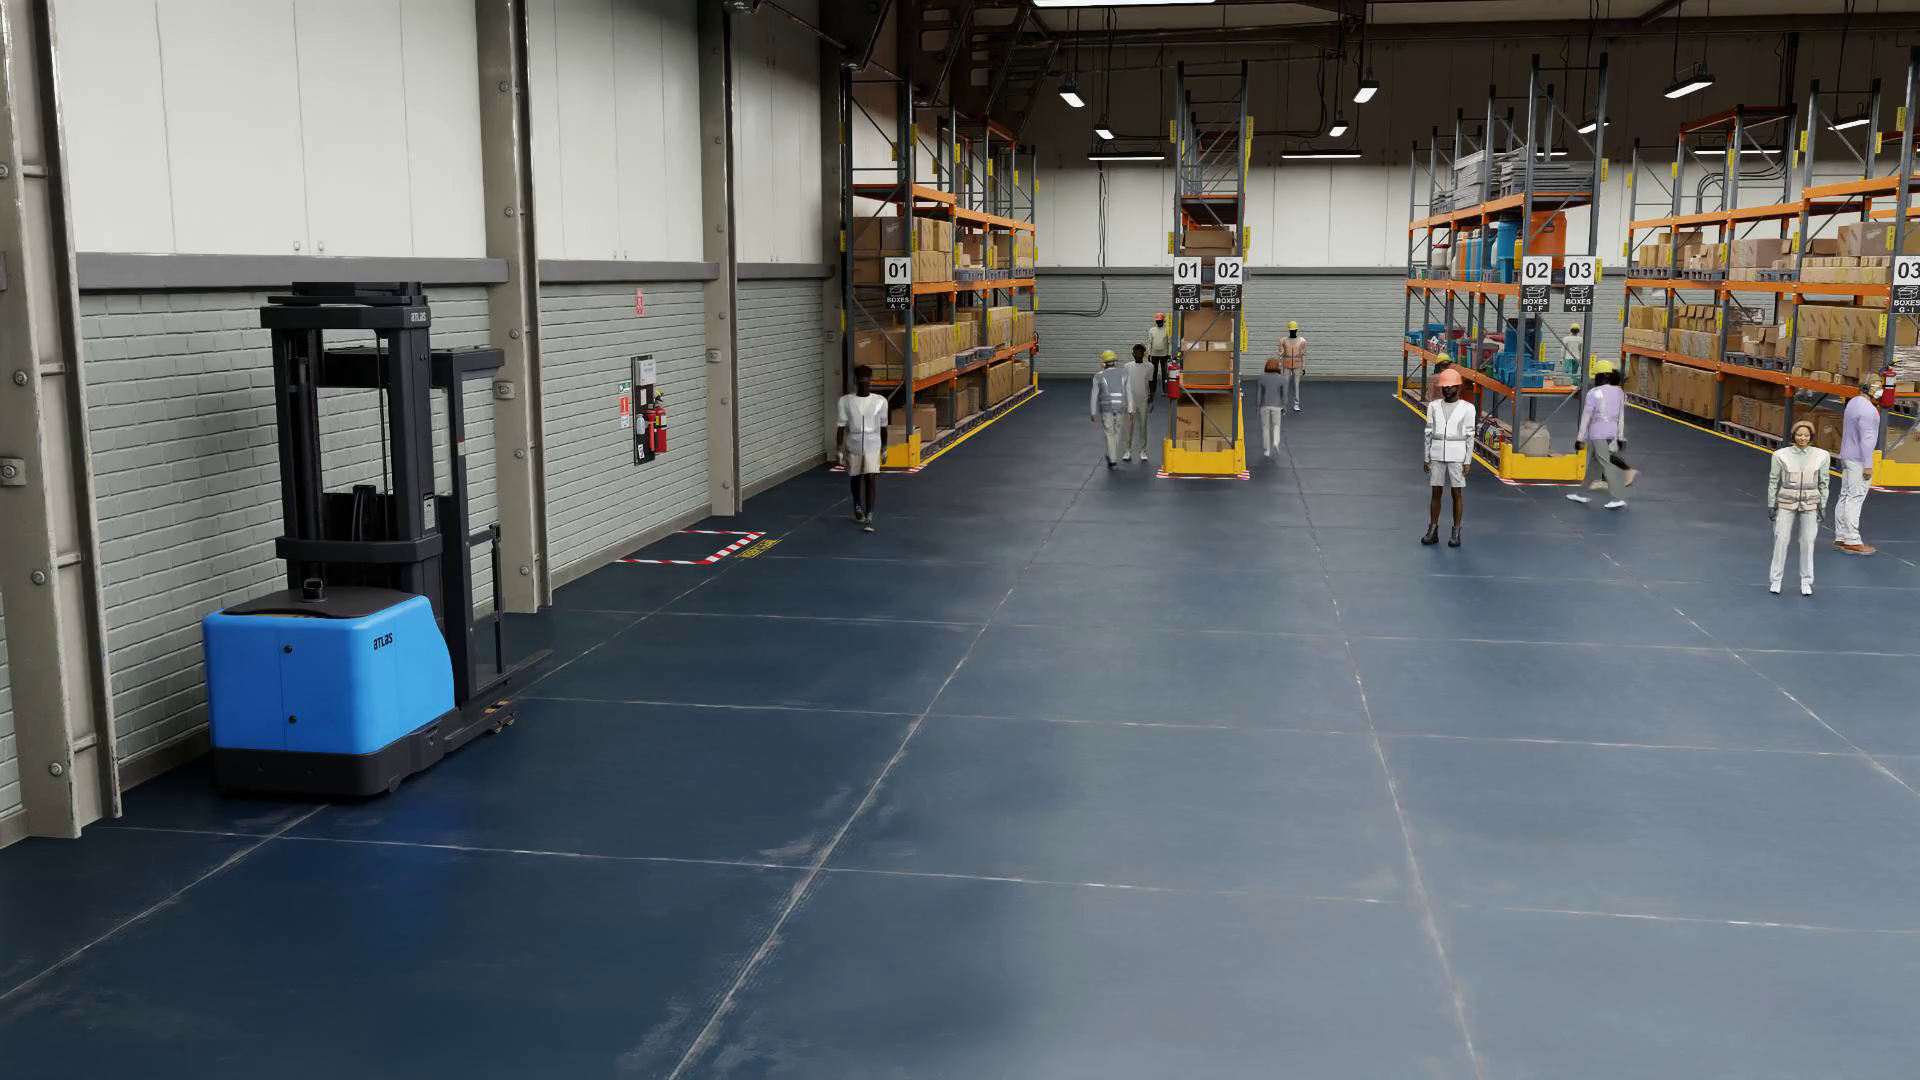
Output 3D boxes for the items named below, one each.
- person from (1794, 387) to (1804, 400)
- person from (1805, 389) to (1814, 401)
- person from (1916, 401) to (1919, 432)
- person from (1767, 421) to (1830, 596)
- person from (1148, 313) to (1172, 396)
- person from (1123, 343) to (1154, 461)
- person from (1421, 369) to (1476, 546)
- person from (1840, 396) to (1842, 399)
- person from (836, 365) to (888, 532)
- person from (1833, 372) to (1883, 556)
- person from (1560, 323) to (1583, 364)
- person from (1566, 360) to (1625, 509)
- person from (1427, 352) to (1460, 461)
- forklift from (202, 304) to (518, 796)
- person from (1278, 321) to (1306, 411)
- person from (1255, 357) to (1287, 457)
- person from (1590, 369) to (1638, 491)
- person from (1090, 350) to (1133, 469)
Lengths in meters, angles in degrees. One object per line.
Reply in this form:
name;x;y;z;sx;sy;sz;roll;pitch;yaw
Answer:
person;19.574;-4.223;38.943;0.623;1.856;0.568;-2;9;-12
person;19.784;-4.199;38.721;0.637;1.886;1.026;2;10;15
person;16.797;-2.579;28.805;0.592;1.866;0.492;1;9;8
person;7.792;-0.300;15.487;0.508;1.627;0.322;3;10;19
person;4.829;-4.496;40.234;0.614;1.994;0.381;4;10;22
person;2.836;-2.203;26.501;0.519;1.865;0.327;1;9;8
person;5.360;-0.909;18.290;0.550;1.937;0.357;6;11;33
person;20.797;-4.220;38.806;0.410;1.909;0.643;3;10;20
person;-1.153;-1.113;19.602;0.614;1.927;0.999;-1;9;-3
person;9.615;-0.826;17.788;0.377;1.936;0.628;2;9;13
person;14.835;-4.382;40.251;0.539;1.750;0.578;1;9;6
person;8.181;-1.354;21.230;0.604;1.877;0.984;-5;10;-28
person;7.581;-2.069;26.039;0.525;1.739;0.742;0;9;1
forklift;-3.673;-0.038;10.147;1.129;2.768;1.873;1;9;9
person;7.137;-3.736;35.752;0.594;1.926;0.366;1;9;7
person;5.033;-2.151;26.933;0.500;1.620;0.394;1;9;8
person;8.925;-1.490;22.635;0.524;1.685;0.534;2;9;14
person;2.291;-2.005;25.510;0.614;1.782;0.887;-2;9;-13
